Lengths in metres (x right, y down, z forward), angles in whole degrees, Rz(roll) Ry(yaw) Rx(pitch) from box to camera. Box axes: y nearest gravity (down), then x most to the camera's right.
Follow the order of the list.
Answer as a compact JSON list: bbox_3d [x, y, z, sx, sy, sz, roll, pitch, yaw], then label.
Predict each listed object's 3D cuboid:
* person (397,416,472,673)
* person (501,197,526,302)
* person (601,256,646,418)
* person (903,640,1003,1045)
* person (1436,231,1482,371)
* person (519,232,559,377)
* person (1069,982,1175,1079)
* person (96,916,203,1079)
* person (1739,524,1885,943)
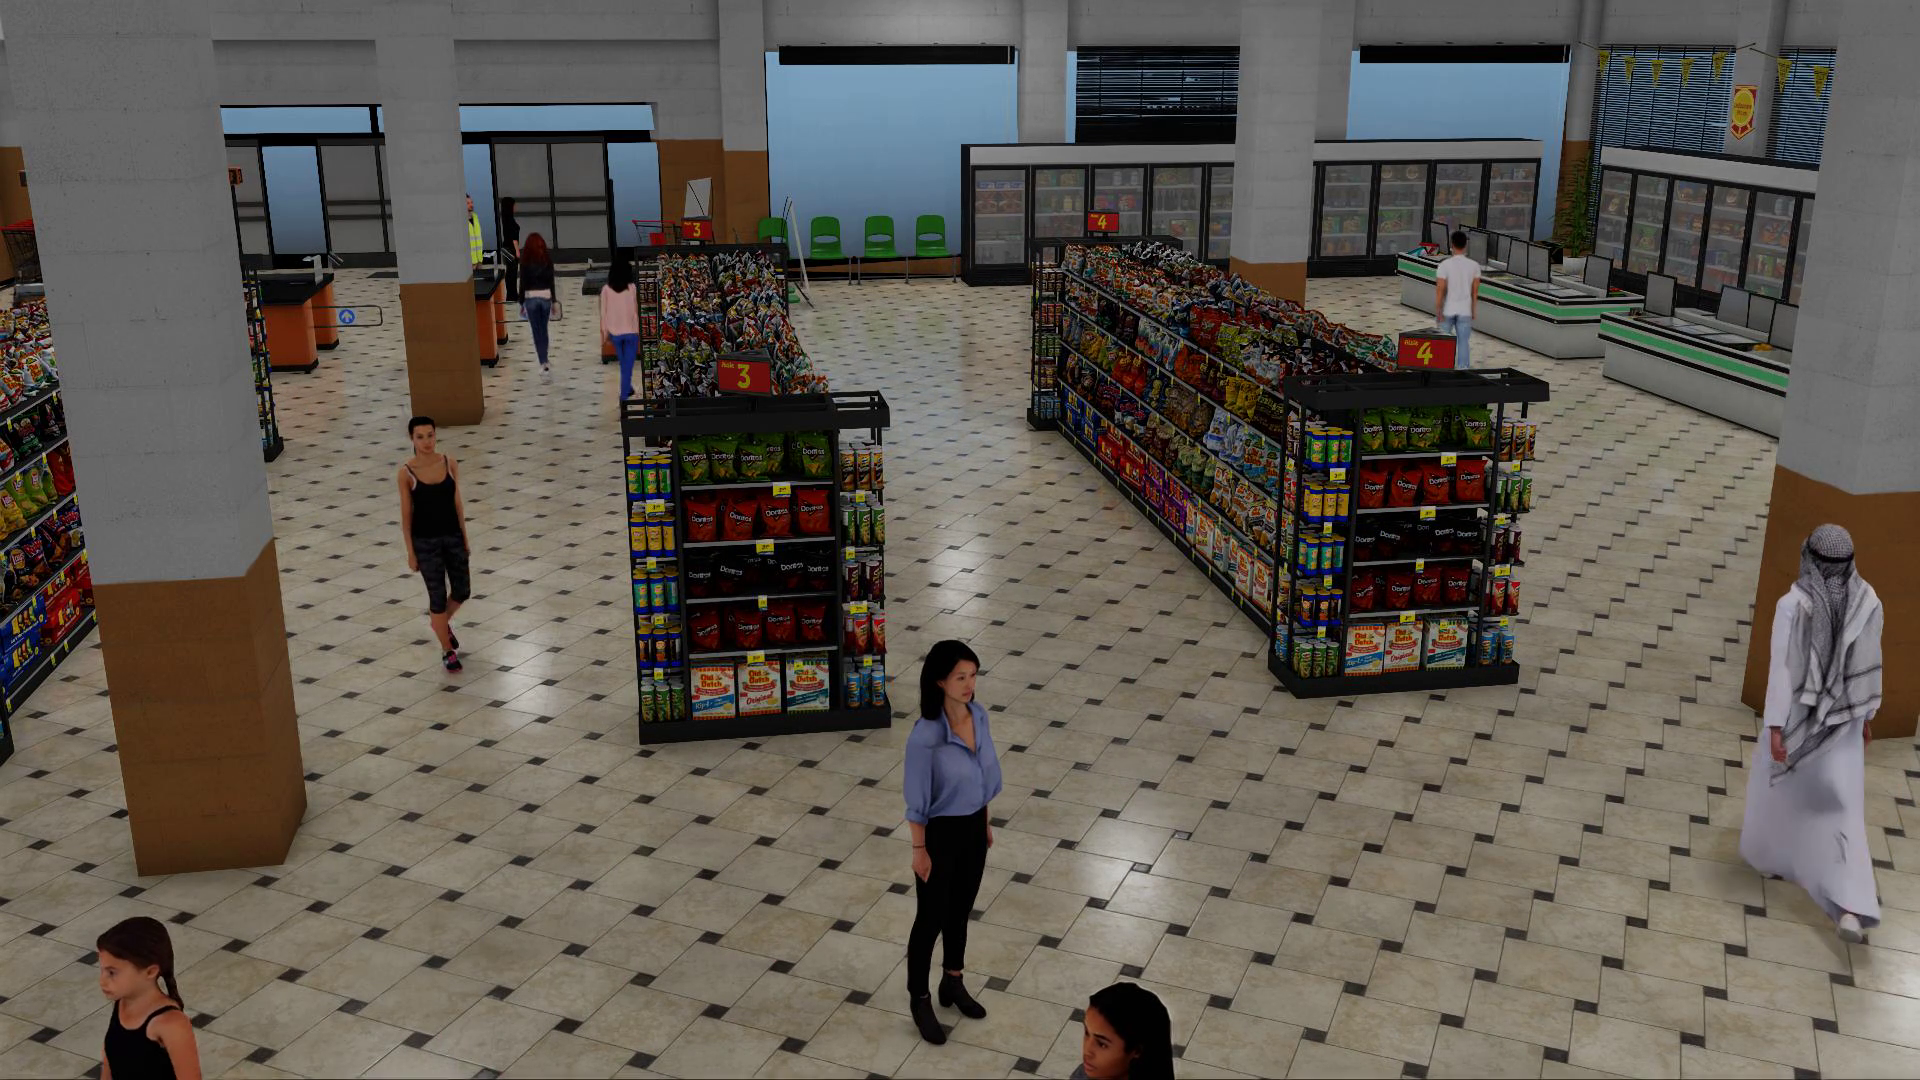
[{"bbox_3d":[-3.493,0.006,11.017,0.742,1.721,0.818,-13,21,-36],"label":"person"},{"bbox_3d":[-7.113,-4.598,26.314,0.700,1.642,0.573,-12,20,-34],"label":"person"},{"bbox_3d":[-3.716,-2.215,18.311,0.922,1.734,1.136,4,17,13],"label":"person"},{"bbox_3d":[-0.043,1.237,6.922,0.759,1.744,0.733,15,22,40],"label":"person"},{"bbox_3d":[5.917,-2.719,19.775,0.782,1.847,0.930,1,17,2],"label":"person"},{"bbox_3d":[-5.149,-2.839,20.348,0.839,1.743,1.196,-9,19,-26],"label":"person"},{"bbox_3d":[0.411,1.978,4.420,0.726,1.781,0.612,-13,21,-37],"label":"person"},{"bbox_3d":[-2.435,1.858,5.253,1.015,1.527,0.975,15,23,41],"label":"person"},{"bbox_3d":[4.017,0.926,7.739,1.003,1.866,1.418,3,17,9],"label":"person"}]
